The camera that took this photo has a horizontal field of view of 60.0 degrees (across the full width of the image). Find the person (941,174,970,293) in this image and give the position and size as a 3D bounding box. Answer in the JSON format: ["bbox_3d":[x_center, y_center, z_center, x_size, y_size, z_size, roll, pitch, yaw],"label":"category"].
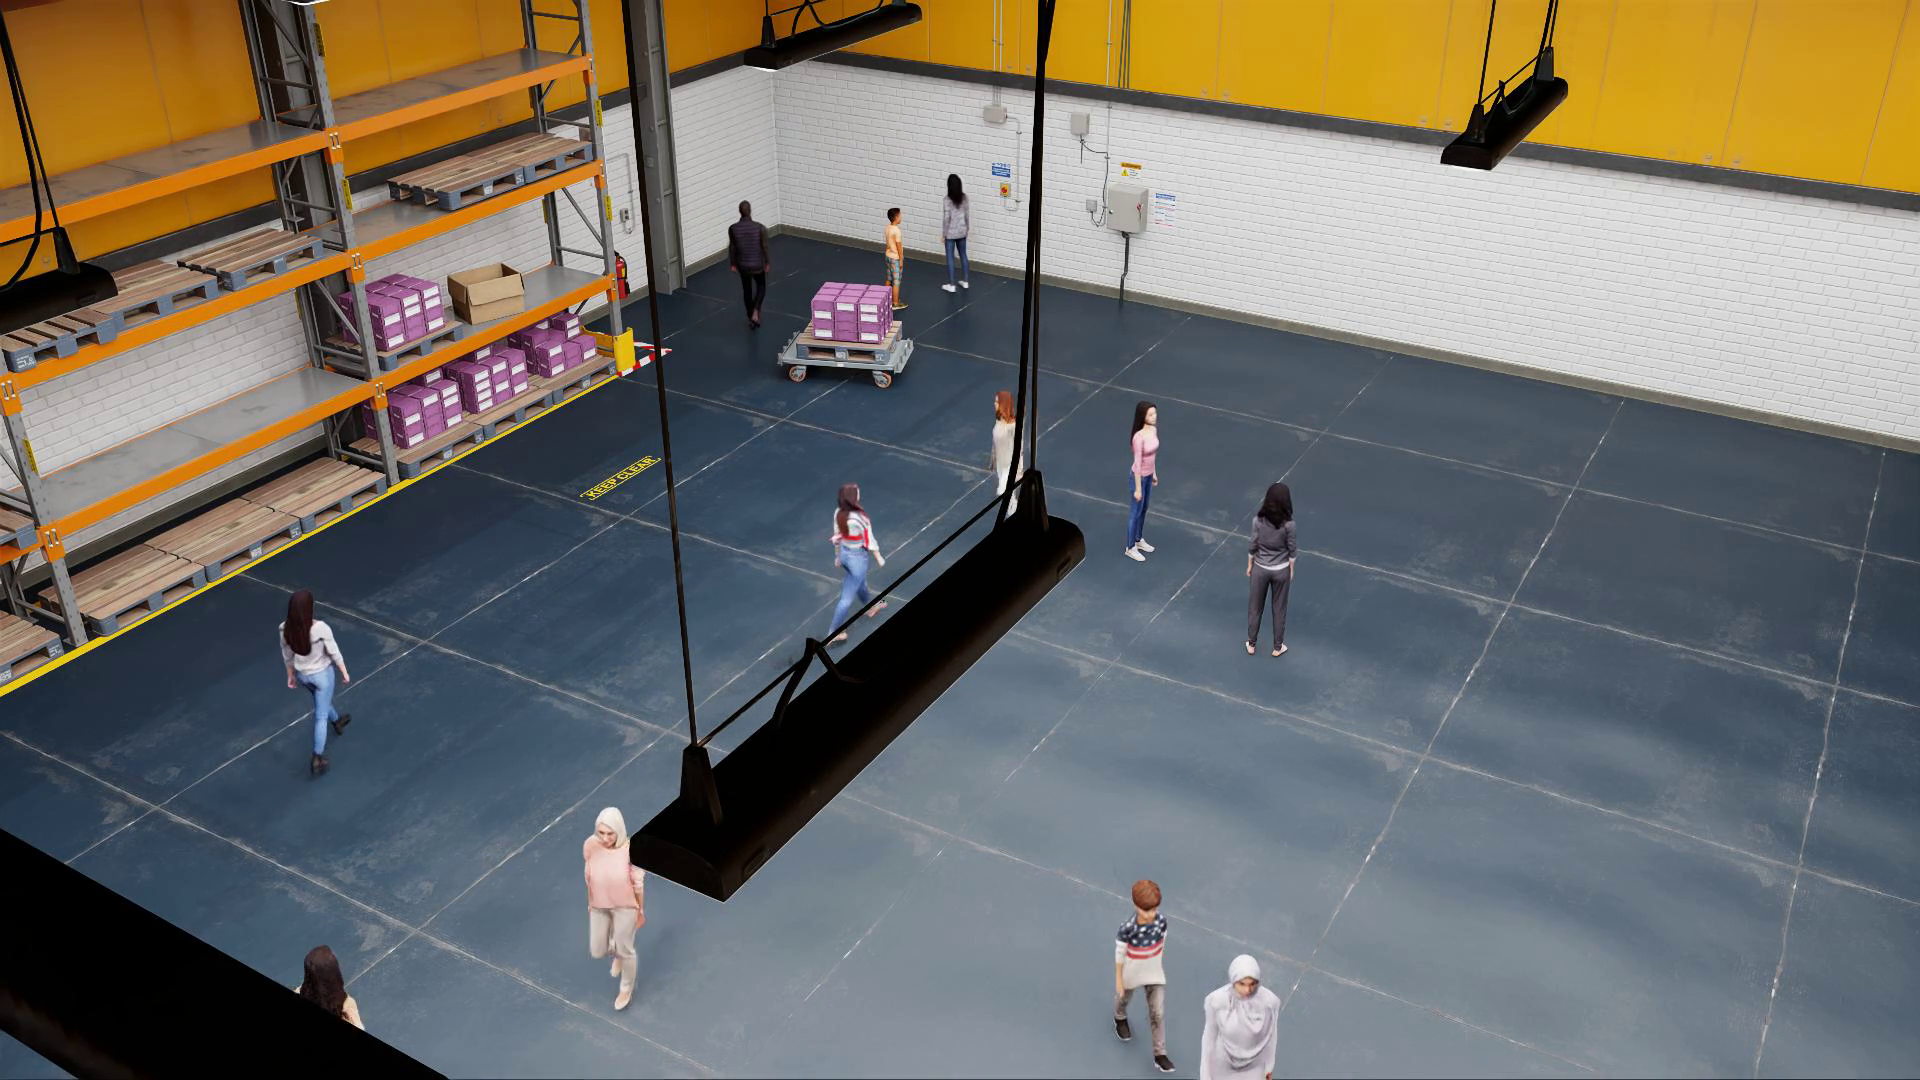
[{"bbox_3d":[-0.070,-4.526,24.440,0.614,1.732,0.754,-18,33,-30],"label":"person"}]

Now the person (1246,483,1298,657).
[{"bbox_3d":[2.908,0.291,15.580,0.643,1.760,0.585,9,30,16],"label":"person"}]

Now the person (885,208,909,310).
[{"bbox_3d":[-0.951,-4.052,23.857,0.600,1.459,0.581,-19,34,-30],"label":"person"}]

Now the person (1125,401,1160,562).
[{"bbox_3d":[1.900,-0.643,17.312,0.639,1.742,0.451,17,33,29],"label":"person"}]

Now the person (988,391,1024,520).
[{"bbox_3d":[0.588,-0.809,17.661,0.752,1.699,0.727,-13,31,-23],"label":"person"}]

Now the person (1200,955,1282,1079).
[{"bbox_3d":[1.707,3.185,10.271,0.700,1.765,0.718,5,29,9],"label":"person"}]

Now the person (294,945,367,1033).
[{"bbox_3d":[-3.863,3.242,10.209,0.665,1.723,0.718,7,29,13],"label":"person"}]

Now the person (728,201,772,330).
[{"bbox_3d":[-2.903,-3.754,22.926,0.864,1.828,0.900,2,29,4],"label":"person"}]

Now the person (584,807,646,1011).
[{"bbox_3d":[-2.359,2.491,11.603,0.725,1.707,0.776,8,30,15],"label":"person"}]

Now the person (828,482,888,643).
[{"bbox_3d":[-1.074,0.239,15.872,0.775,1.573,1.155,24,36,36],"label":"person"}]

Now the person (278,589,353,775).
[{"bbox_3d":[-5.477,1.219,14.060,0.898,1.586,1.159,4,29,7],"label":"person"}]

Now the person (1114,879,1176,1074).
[{"bbox_3d":[1.192,2.857,11.249,0.882,1.403,0.959,-7,29,-13],"label":"person"}]
